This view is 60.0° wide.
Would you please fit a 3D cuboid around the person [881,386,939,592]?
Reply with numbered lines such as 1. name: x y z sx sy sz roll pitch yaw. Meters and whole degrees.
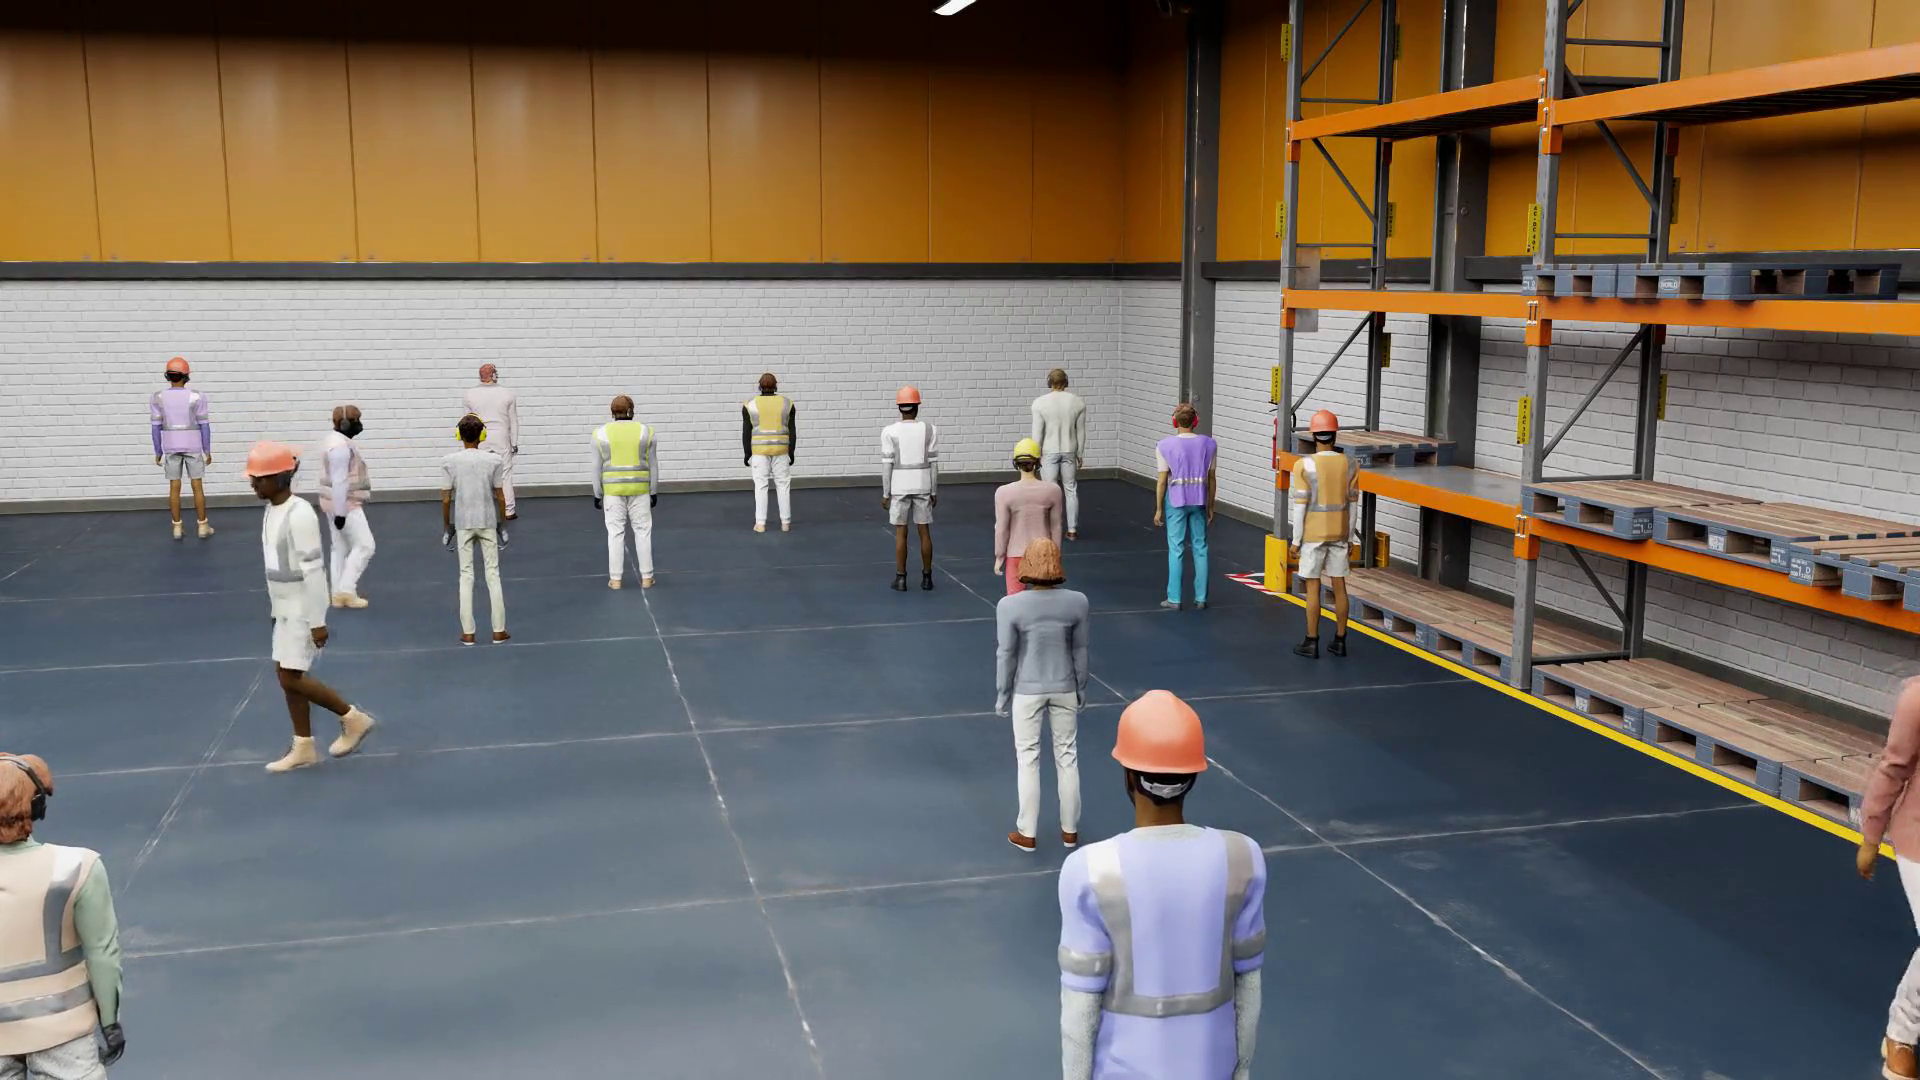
1. person: -0.476 -0.479 15.645 0.546 1.934 0.376 -2 9 -12

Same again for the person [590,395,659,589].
1. person: -3.170 -0.451 15.767 0.624 1.841 0.430 -2 9 -12

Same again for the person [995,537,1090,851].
1. person: 0.425 0.797 8.611 0.500 1.633 0.286 -2 9 -12

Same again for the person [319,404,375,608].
1. person: -5.433 -0.286 14.761 0.462 1.829 0.631 -4 10 -26

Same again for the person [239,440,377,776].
1. person: -3.911 0.400 9.884 0.595 2.021 0.636 -7 12 -38

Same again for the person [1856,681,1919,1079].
1. person: 3.522 1.114 5.767 0.626 1.906 1.061 1 9 7

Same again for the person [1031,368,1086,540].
1. person: 1.092 -0.945 18.549 0.629 1.937 0.379 -2 9 -12

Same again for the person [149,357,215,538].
1. person: -8.773 -1.036 18.776 0.608 2.045 0.392 -2 9 -12

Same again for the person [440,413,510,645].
1. person: -3.907 -0.087 13.394 0.521 1.873 0.336 -2 9 -12

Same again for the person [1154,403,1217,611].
1. person: 1.997 -0.284 14.718 0.564 1.840 0.397 -2 9 -12

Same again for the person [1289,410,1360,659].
1. person: 2.813 -0.041 12.915 0.546 1.934 0.376 -2 9 -12

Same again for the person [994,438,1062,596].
1. person: 0.505 0.127 12.395 0.525 1.765 0.329 -2 9 -12

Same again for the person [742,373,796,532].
1. person: -2.206 -1.009 19.239 0.624 1.845 0.430 -2 9 -12

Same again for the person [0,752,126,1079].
1. person: -2.655 1.414 4.738 0.515 1.641 0.314 -2 9 -12

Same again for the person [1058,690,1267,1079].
1. person: 0.502 1.341 4.271 0.546 1.939 0.375 -2 9 -12

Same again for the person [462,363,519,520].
1. person: -5.655 -1.175 20.089 0.643 1.905 0.400 -2 9 -12
